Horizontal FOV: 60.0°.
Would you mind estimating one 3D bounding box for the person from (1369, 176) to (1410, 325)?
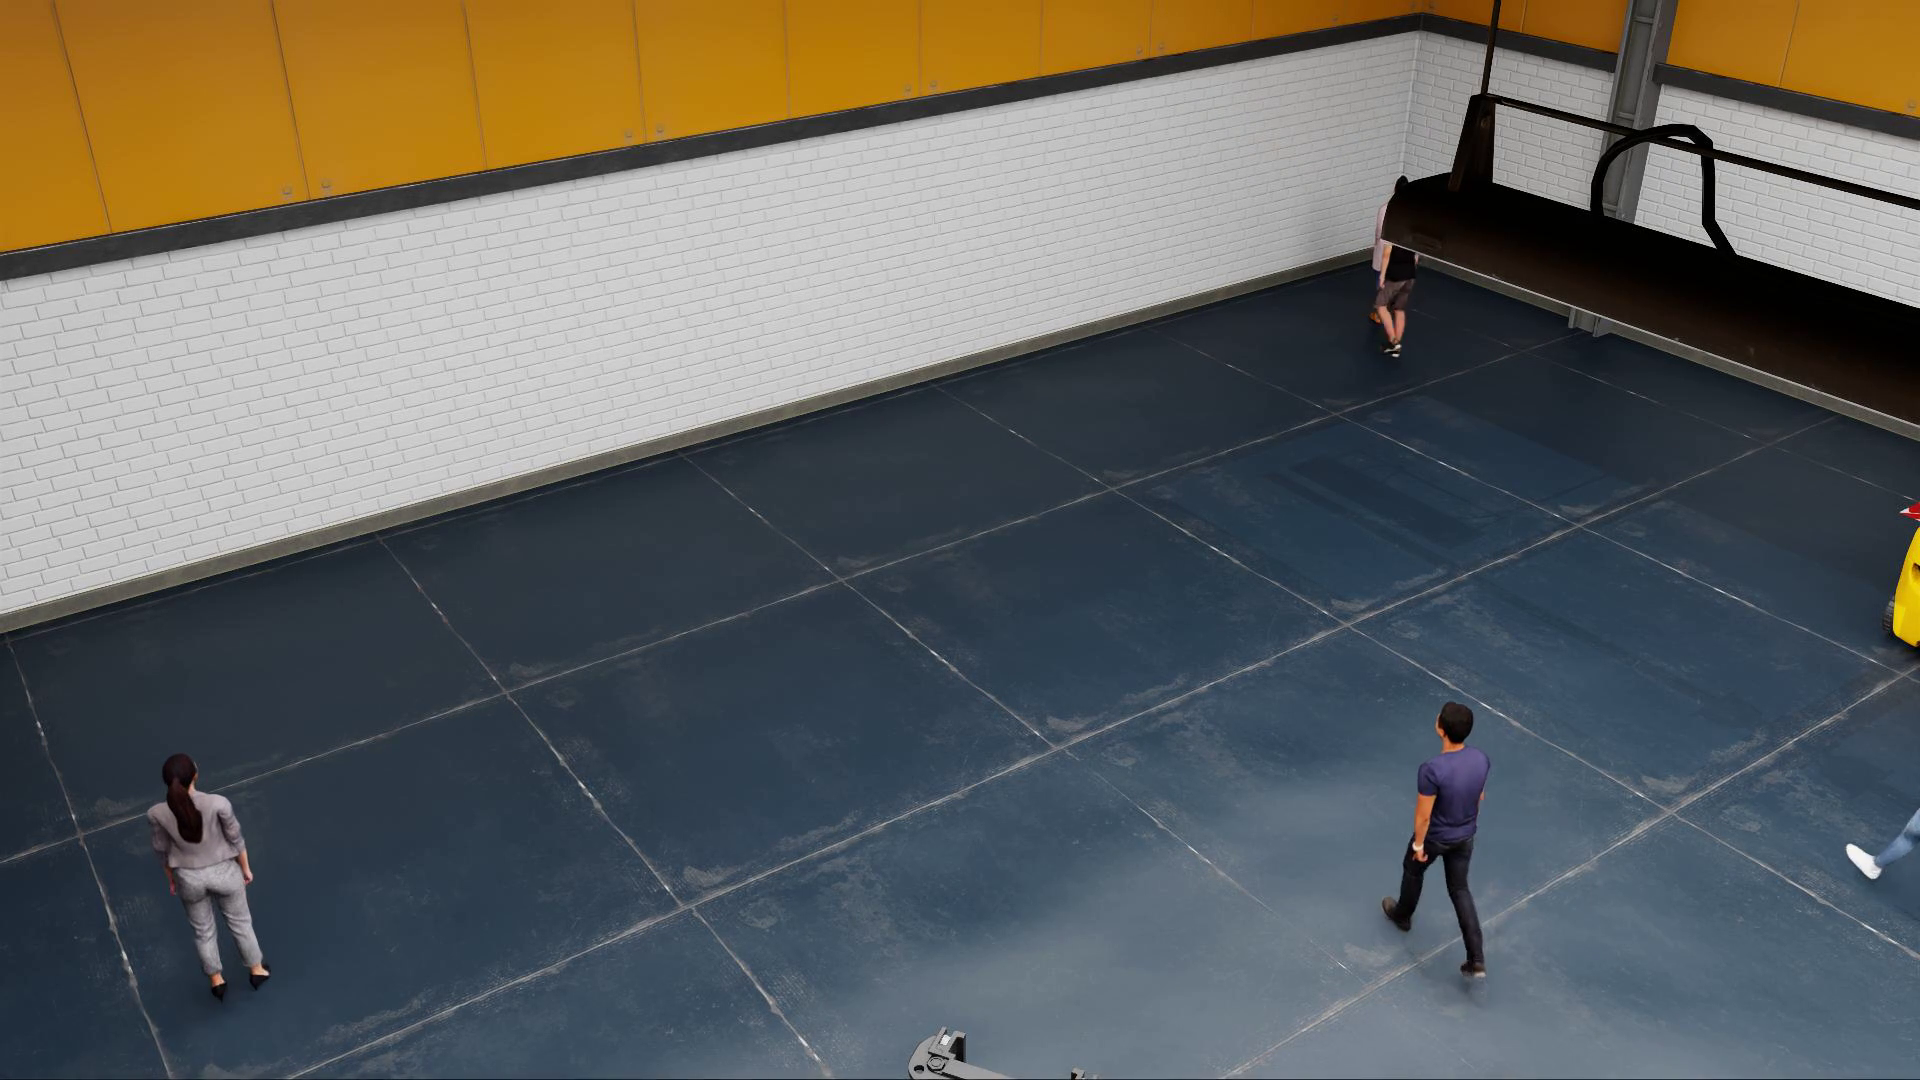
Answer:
[{"bbox_3d":[5.022,-3.355,19.182,0.800,1.743,0.826,0,29,0],"label":"person"}]

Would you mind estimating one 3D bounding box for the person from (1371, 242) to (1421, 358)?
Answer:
[{"bbox_3d":[4.834,-2.863,18.174,0.784,1.844,0.767,-11,30,-19],"label":"person"}]

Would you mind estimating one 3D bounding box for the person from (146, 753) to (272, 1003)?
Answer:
[{"bbox_3d":[-4.315,1.941,9.543,0.691,1.675,0.682,-8,30,-14],"label":"person"}]

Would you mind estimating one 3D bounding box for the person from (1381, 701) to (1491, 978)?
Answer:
[{"bbox_3d":[2.904,1.779,9.752,0.909,1.760,1.215,-7,29,-13],"label":"person"}]
